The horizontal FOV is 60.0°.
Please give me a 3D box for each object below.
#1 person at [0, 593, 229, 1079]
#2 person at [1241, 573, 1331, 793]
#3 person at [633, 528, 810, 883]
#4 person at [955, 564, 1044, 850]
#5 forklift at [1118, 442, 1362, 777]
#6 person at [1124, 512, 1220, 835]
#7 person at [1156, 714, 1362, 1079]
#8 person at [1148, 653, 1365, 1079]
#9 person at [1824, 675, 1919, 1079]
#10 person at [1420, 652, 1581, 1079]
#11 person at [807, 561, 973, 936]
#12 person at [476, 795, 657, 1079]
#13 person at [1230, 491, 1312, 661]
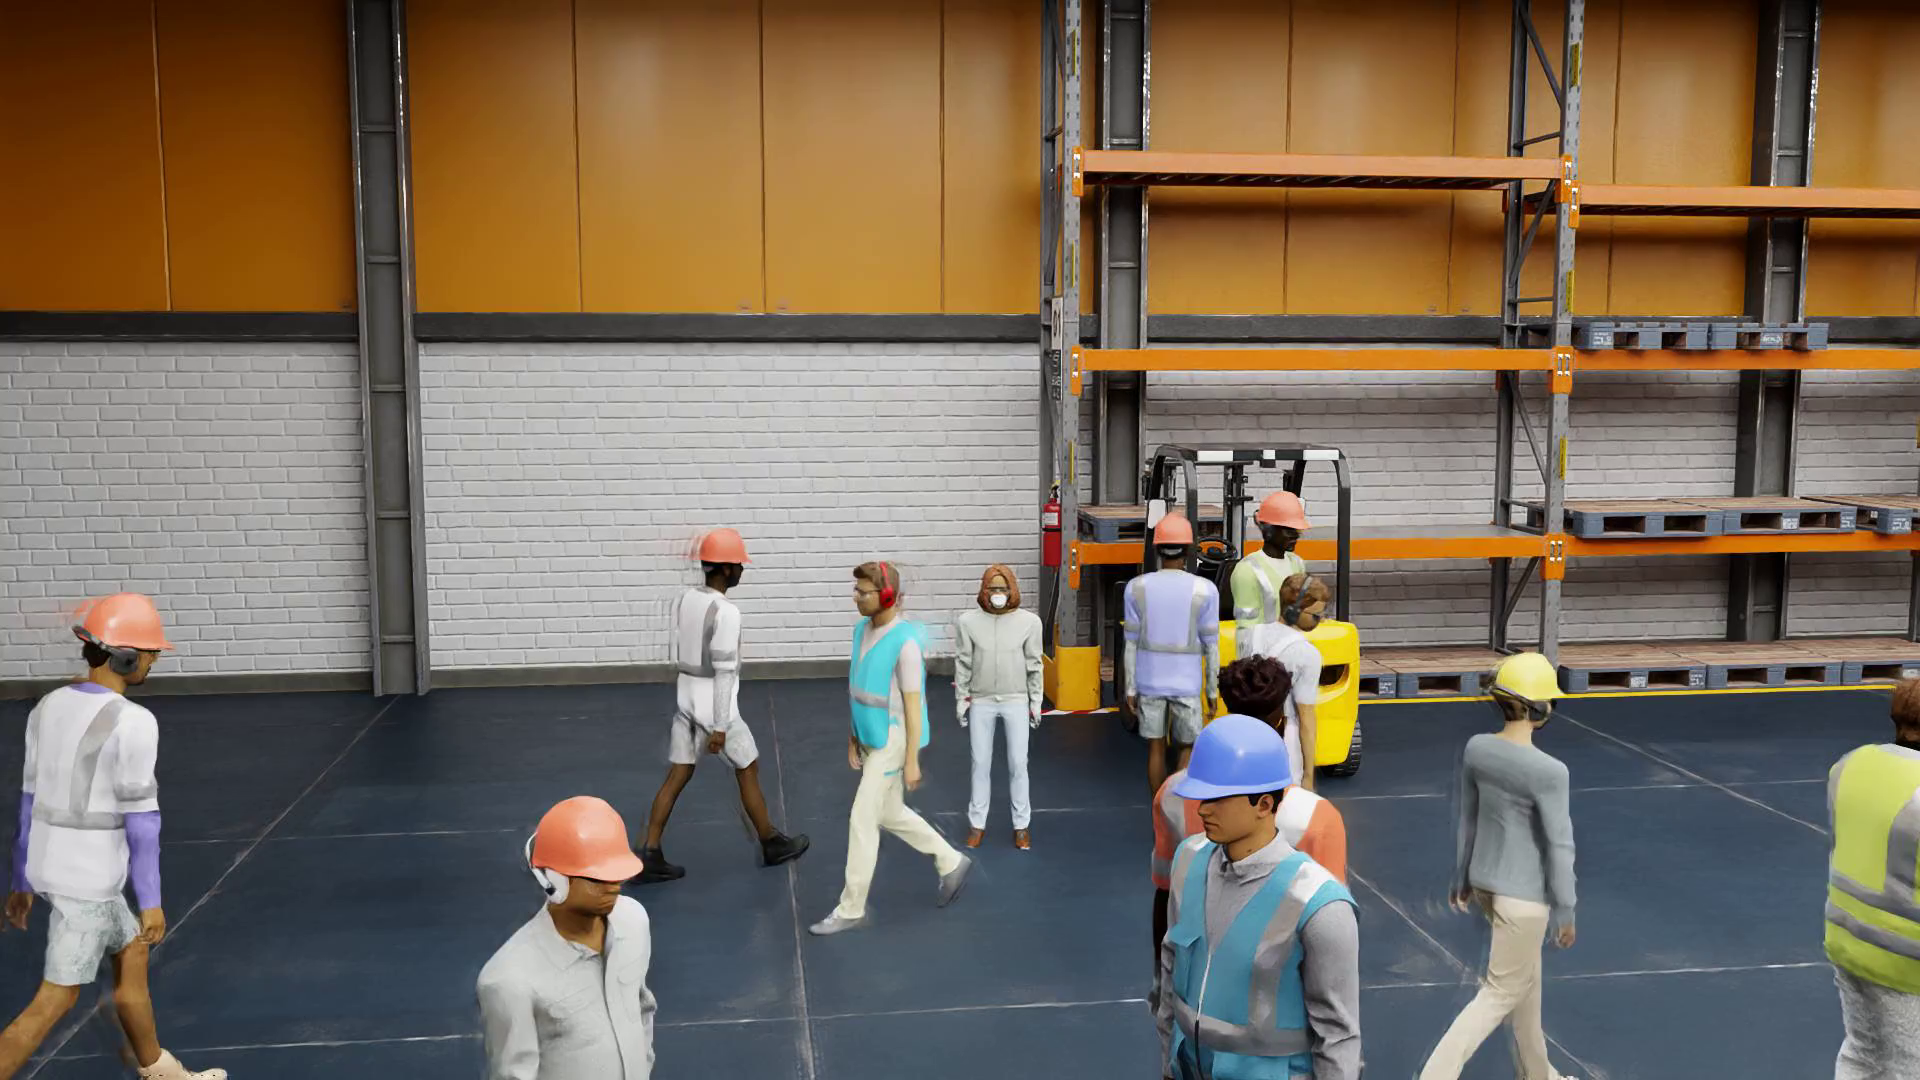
[{"bbox_3d":[-3.151,1.187,5.821,0.623,1.974,1.060,5,8,36],"label":"person"},{"bbox_3d":[1.509,1.033,7.939,0.624,1.792,0.586,-5,8,-35],"label":"person"},{"bbox_3d":[-1.315,0.875,8.884,1.012,1.885,0.563,-6,9,-41],"label":"person"},{"bbox_3d":[0.224,0.939,9.408,0.504,1.627,0.275,1,7,5],"label":"person"},{"bbox_3d":[1.912,0.418,11.496,1.214,2.155,2.313,-1,7,-8],"label":"forklift"},{"bbox_3d":[1.176,0.806,9.338,0.546,1.913,0.678,2,7,13],"label":"person"},{"bbox_3d":[0.700,1.383,4.110,0.404,1.945,0.614,-4,8,-34],"label":"person"},{"bbox_3d":[0.850,1.303,4.822,0.685,1.949,0.409,5,8,39],"label":"person"},{"bbox_3d":[2.939,1.323,5.157,0.432,1.832,0.678,-1,7,-5],"label":"person"},{"bbox_3d":[1.968,1.268,6.057,0.840,1.737,0.531,-2,7,-20],"label":"person"},{"bbox_3d":[-0.328,0.990,8.154,0.881,1.815,0.578,-3,7,-26],"label":"person"},{"bbox_3d":[-0.919,1.482,4.132,0.375,1.736,0.593,4,8,30],"label":"person"},{"bbox_3d":[1.789,0.733,9.479,0.416,2.032,0.604,6,9,43],"label":"person"}]
